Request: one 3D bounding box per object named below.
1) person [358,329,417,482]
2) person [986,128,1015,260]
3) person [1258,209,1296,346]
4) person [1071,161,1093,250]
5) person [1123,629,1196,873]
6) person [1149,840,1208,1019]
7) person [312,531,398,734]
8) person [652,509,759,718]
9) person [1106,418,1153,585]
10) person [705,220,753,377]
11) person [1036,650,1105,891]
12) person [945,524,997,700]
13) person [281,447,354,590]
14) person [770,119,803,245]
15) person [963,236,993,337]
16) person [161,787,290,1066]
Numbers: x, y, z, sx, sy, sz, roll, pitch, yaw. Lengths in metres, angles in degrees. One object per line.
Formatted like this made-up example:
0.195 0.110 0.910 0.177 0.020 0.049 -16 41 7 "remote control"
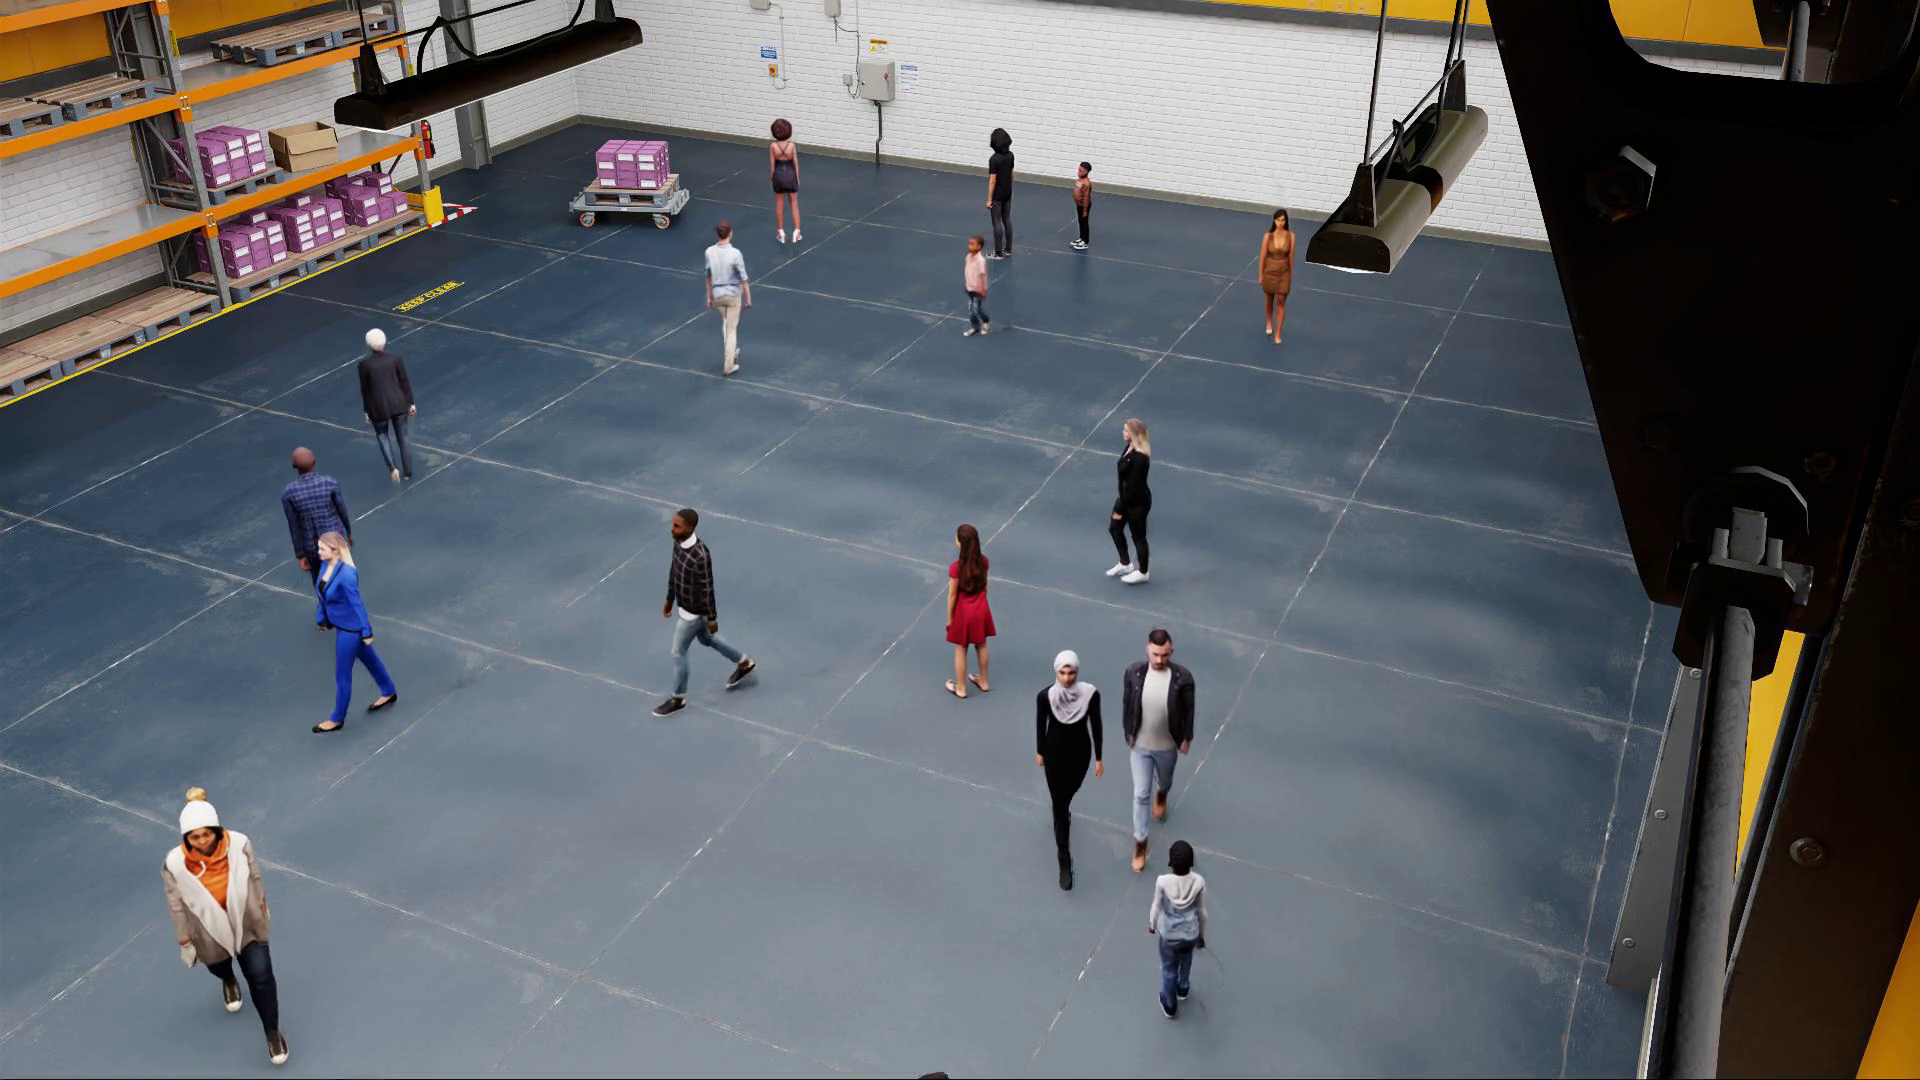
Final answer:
-5.865 -1.313 17.191 0.867 1.774 0.837 -10 30 -18 "person"
0.570 -4.866 23.333 0.581 1.834 0.761 -25 38 -38 "person"
3.921 -3.316 20.674 0.768 1.660 0.969 3 29 5 "person"
1.779 -4.811 23.837 0.651 1.255 0.579 -8 30 -14 "person"
1.409 1.390 11.886 0.858 1.812 1.188 4 29 7 "person"
1.385 2.488 10.467 0.590 1.244 0.642 -5 29 -9 "person"
-4.806 0.673 13.349 1.106 1.670 0.898 -24 37 -37 "person"
-2.068 0.528 13.493 1.283 1.787 1.137 -14 32 -24 "person"
1.693 -0.333 15.194 0.809 1.670 0.743 -4 29 -7 "person"
-2.788 -2.825 19.597 0.688 1.828 0.883 10 30 18 "person"
0.761 1.500 11.763 0.997 1.738 1.265 -2 29 -4 "person"
0.077 0.577 13.650 0.676 1.551 0.738 -16 33 -27 "person"
-5.459 0.059 14.353 1.159 1.787 1.202 -11 30 -19 "person"
-2.520 -5.161 23.922 0.657 1.788 0.686 -3 29 -6 "person"
0.244 -3.175 20.790 0.697 1.300 0.630 -21 35 -33 "person"
-4.541 2.276 10.232 1.217 1.842 1.174 -15 32 -25 "person"
